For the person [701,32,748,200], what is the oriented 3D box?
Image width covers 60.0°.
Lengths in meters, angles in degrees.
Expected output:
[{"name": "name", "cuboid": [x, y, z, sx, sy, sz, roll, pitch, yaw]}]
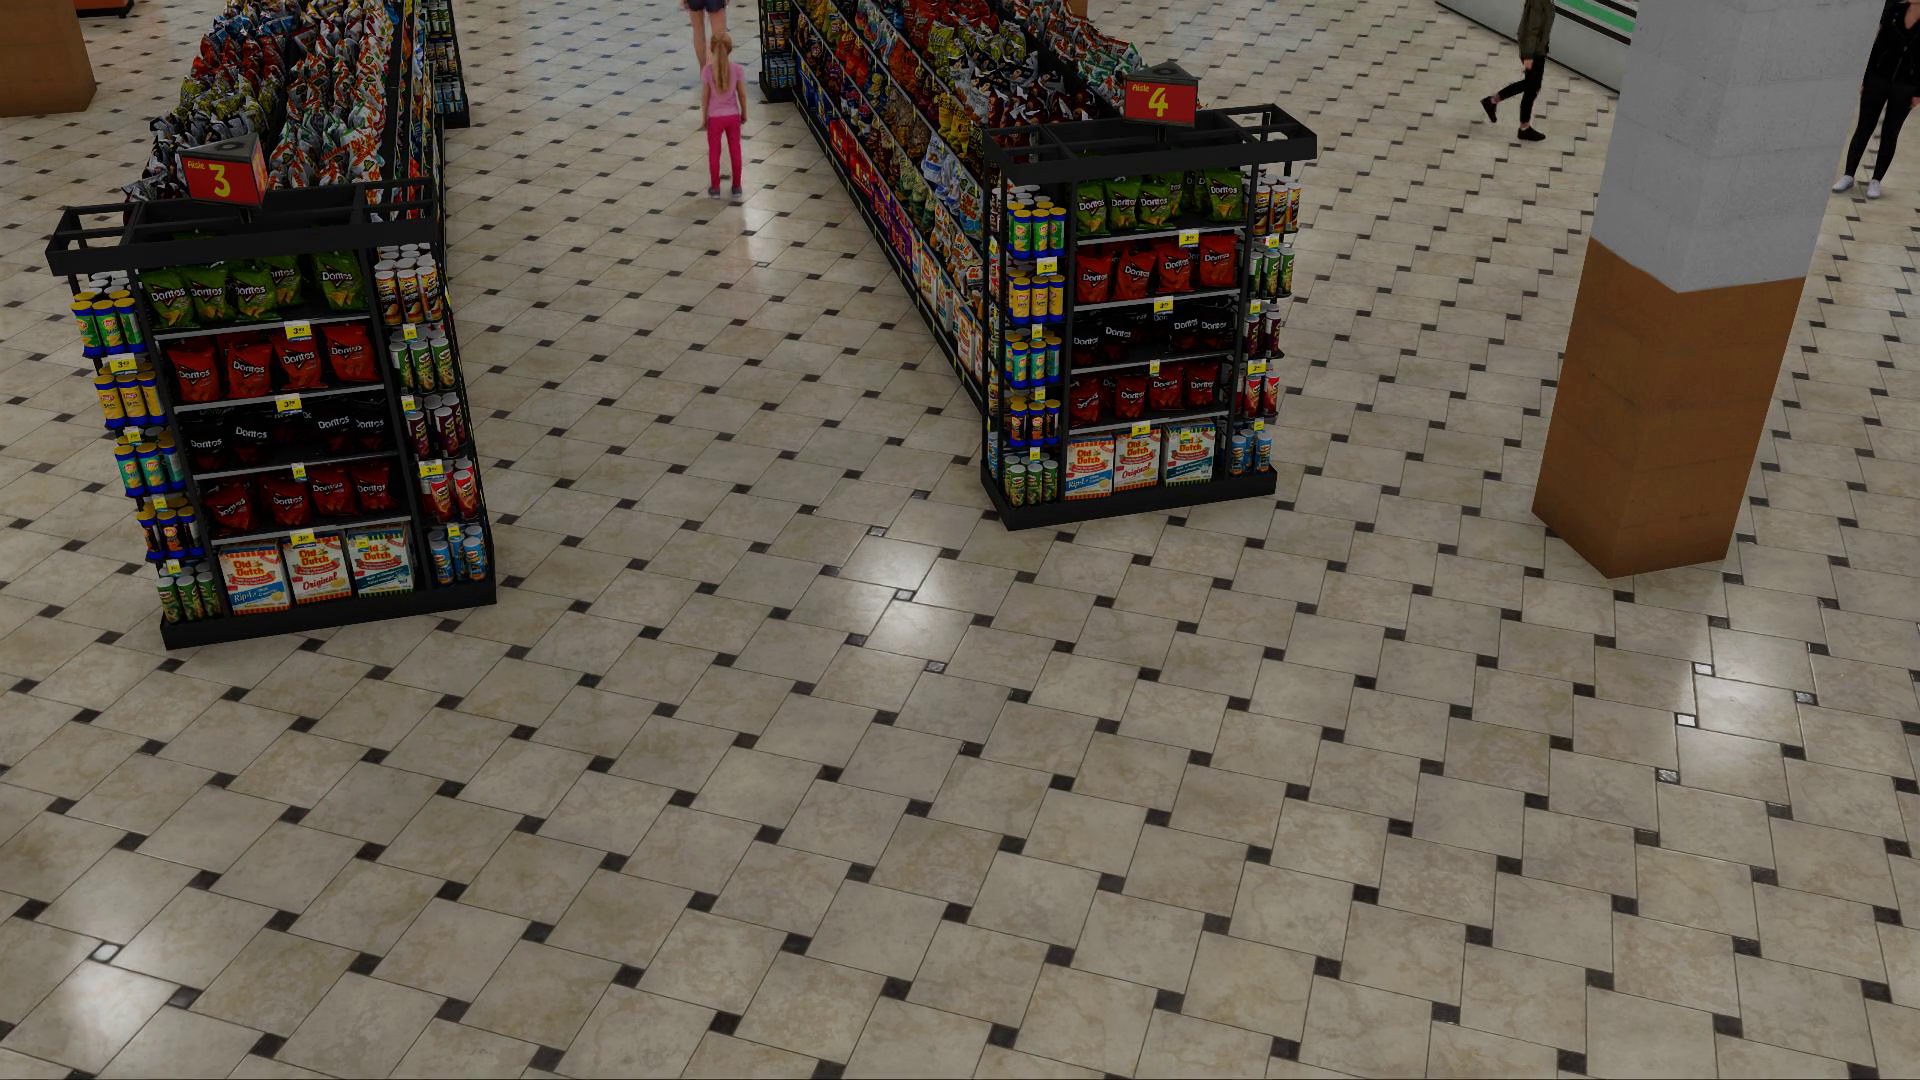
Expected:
[{"name": "person", "cuboid": [-1.787, -3.226, 12.665, 0.511, 1.272, 0.542, -9, 33, -14]}]

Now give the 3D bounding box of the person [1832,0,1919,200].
[{"name": "person", "cuboid": [7.099, -3.459, 12.647, 0.657, 1.686, 0.753, 25, 39, 34]}]

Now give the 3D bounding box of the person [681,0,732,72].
[{"name": "person", "cuboid": [-2.302, -4.889, 14.950, 0.806, 1.682, 1.062, 1, 32, 1]}]

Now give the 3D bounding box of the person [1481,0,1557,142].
[{"name": "person", "cuboid": [4.706, -4.078, 13.853, 0.928, 1.463, 0.877, 16, 35, 24]}]
